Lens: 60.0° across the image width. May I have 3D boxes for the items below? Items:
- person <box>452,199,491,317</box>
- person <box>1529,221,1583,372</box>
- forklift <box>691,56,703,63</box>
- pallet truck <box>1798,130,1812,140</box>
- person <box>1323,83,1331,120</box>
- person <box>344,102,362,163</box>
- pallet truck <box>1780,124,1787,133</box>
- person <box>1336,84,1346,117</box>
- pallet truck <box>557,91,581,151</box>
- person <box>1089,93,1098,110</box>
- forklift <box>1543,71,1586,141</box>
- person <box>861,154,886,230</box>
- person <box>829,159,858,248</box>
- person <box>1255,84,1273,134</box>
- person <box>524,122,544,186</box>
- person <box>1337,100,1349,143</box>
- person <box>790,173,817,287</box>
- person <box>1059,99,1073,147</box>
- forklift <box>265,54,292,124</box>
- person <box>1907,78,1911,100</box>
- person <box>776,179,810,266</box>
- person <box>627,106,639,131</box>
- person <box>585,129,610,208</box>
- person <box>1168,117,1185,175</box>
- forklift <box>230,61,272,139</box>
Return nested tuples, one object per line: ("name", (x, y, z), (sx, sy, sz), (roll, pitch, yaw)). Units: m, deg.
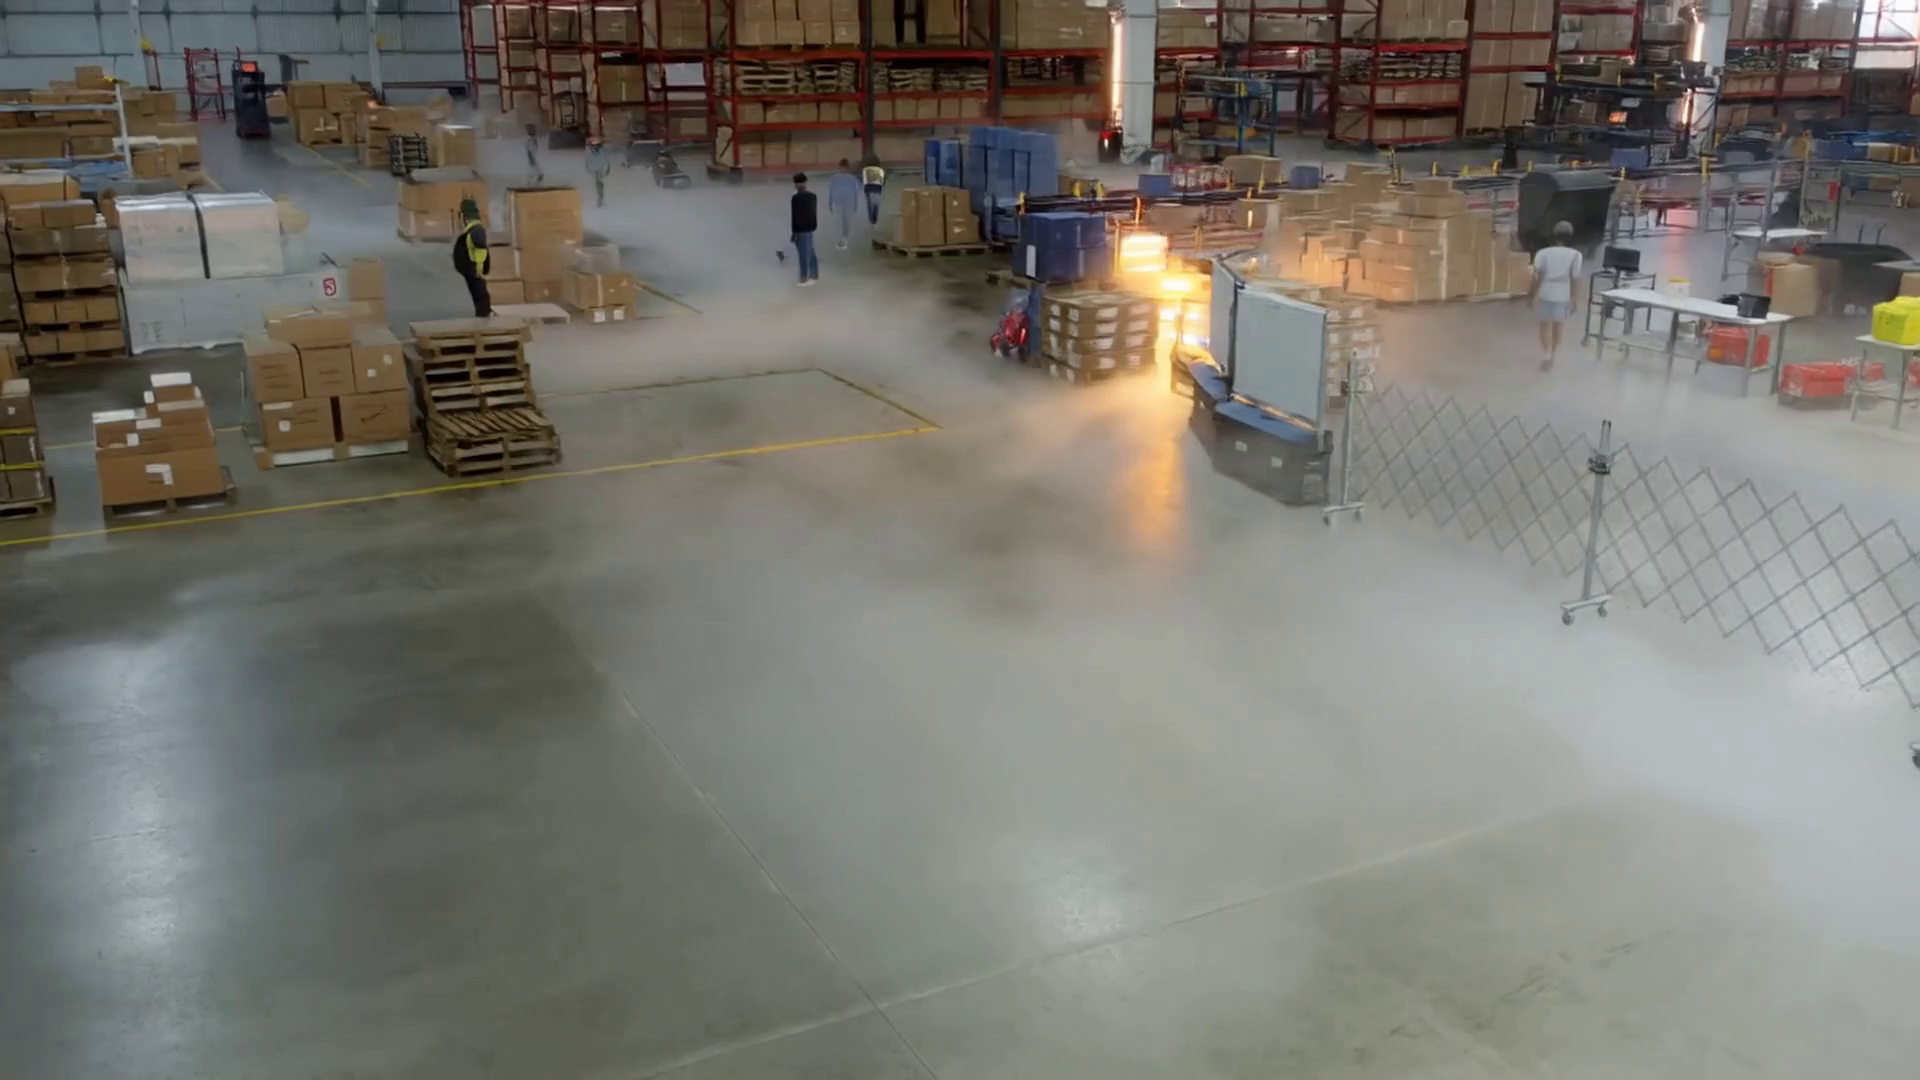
("person", (-7.311, -4.071, 24.880), (0.536, 2.000, 0.688), (-8, 20, -24))
("person", (8.078, -3.304, 22.554), (0.618, 2.013, 0.943), (3, 18, 8))
("forklift", (-10.876, -18.583, 68.767), (1.873, 2.768, 1.129), (-9, 20, -26))
("pallet truck", (25.526, -11.556, 49.408), (1.630, 1.274, 0.653), (-9, 20, -26))
("person", (15.370, -18.176, 69.237), (0.784, 1.797, 0.603), (-7, 19, -22))
("person", (-19.300, -12.937, 52.805), (0.526, 1.865, 0.315), (14, 22, 36))
("pallet truck", (25.206, -12.542, 52.601), (1.601, 1.201, 0.680), (0, 18, -2))
("person", (15.363, -17.412, 66.677), (0.726, 1.907, 0.568), (-6, 19, -19))
("pallet truck", (-13.495, -14.412, 57.188), (0.823, 1.965, 1.885), (-3, 18, -9))
("person", (5.534, -18.137, 69.294), (0.319, 1.693, 0.532), (-16, 24, -40))
("forklift", (18.685, -13.231, 52.085), (1.873, 2.768, 1.129), (-9, 20, -26))
("person", (-1.917, -7.715, 36.872), (0.545, 1.652, 0.883), (3, 18, 8))
("person", (-2.369, -6.833, 33.878), (0.598, 1.801, 0.678), (-1, 18, -4))
("person", (11.862, -16.717, 64.555), (1.025, 1.894, 0.649), (-9, 20, -26))
("person", (-10.926, -9.692, 42.557), (0.470, 1.950, 0.628), (2, 18, 5))
("person", (13.559, -14.744, 58.847), (0.670, 1.610, 0.504), (-9, 20, -26))
("person", (-2.763, -5.452, 29.273), (0.393, 1.986, 0.610), (13, 22, 35))
("person", (3.436, -13.503, 54.521), (0.666, 1.890, 0.657), (-4, 18, -12))
("forklift", (-28.519, -19.119, 70.438), (1.873, 2.768, 1.129), (-9, 20, -26))
("person", (39.011, -18.106, 68.811), (0.613, 1.932, 0.519), (-10, 20, -28))
("person", (-3.142, -6.095, 31.676), (0.764, 1.743, 0.530), (1, 18, 4))
("person", (-12.433, -15.890, 62.414), (0.807, 1.598, 0.545), (-8, 19, -23))
("person", (-8.909, -9.080, 40.724), (0.575, 1.890, 0.955), (1, 18, 2))
("person", (6.380, -11.591, 48.912), (0.540, 1.679, 0.625), (12, 21, 32))
("forklift", (-26.770, -16.604, 62.599), (1.129, 2.768, 1.873), (-9, 20, -27))
